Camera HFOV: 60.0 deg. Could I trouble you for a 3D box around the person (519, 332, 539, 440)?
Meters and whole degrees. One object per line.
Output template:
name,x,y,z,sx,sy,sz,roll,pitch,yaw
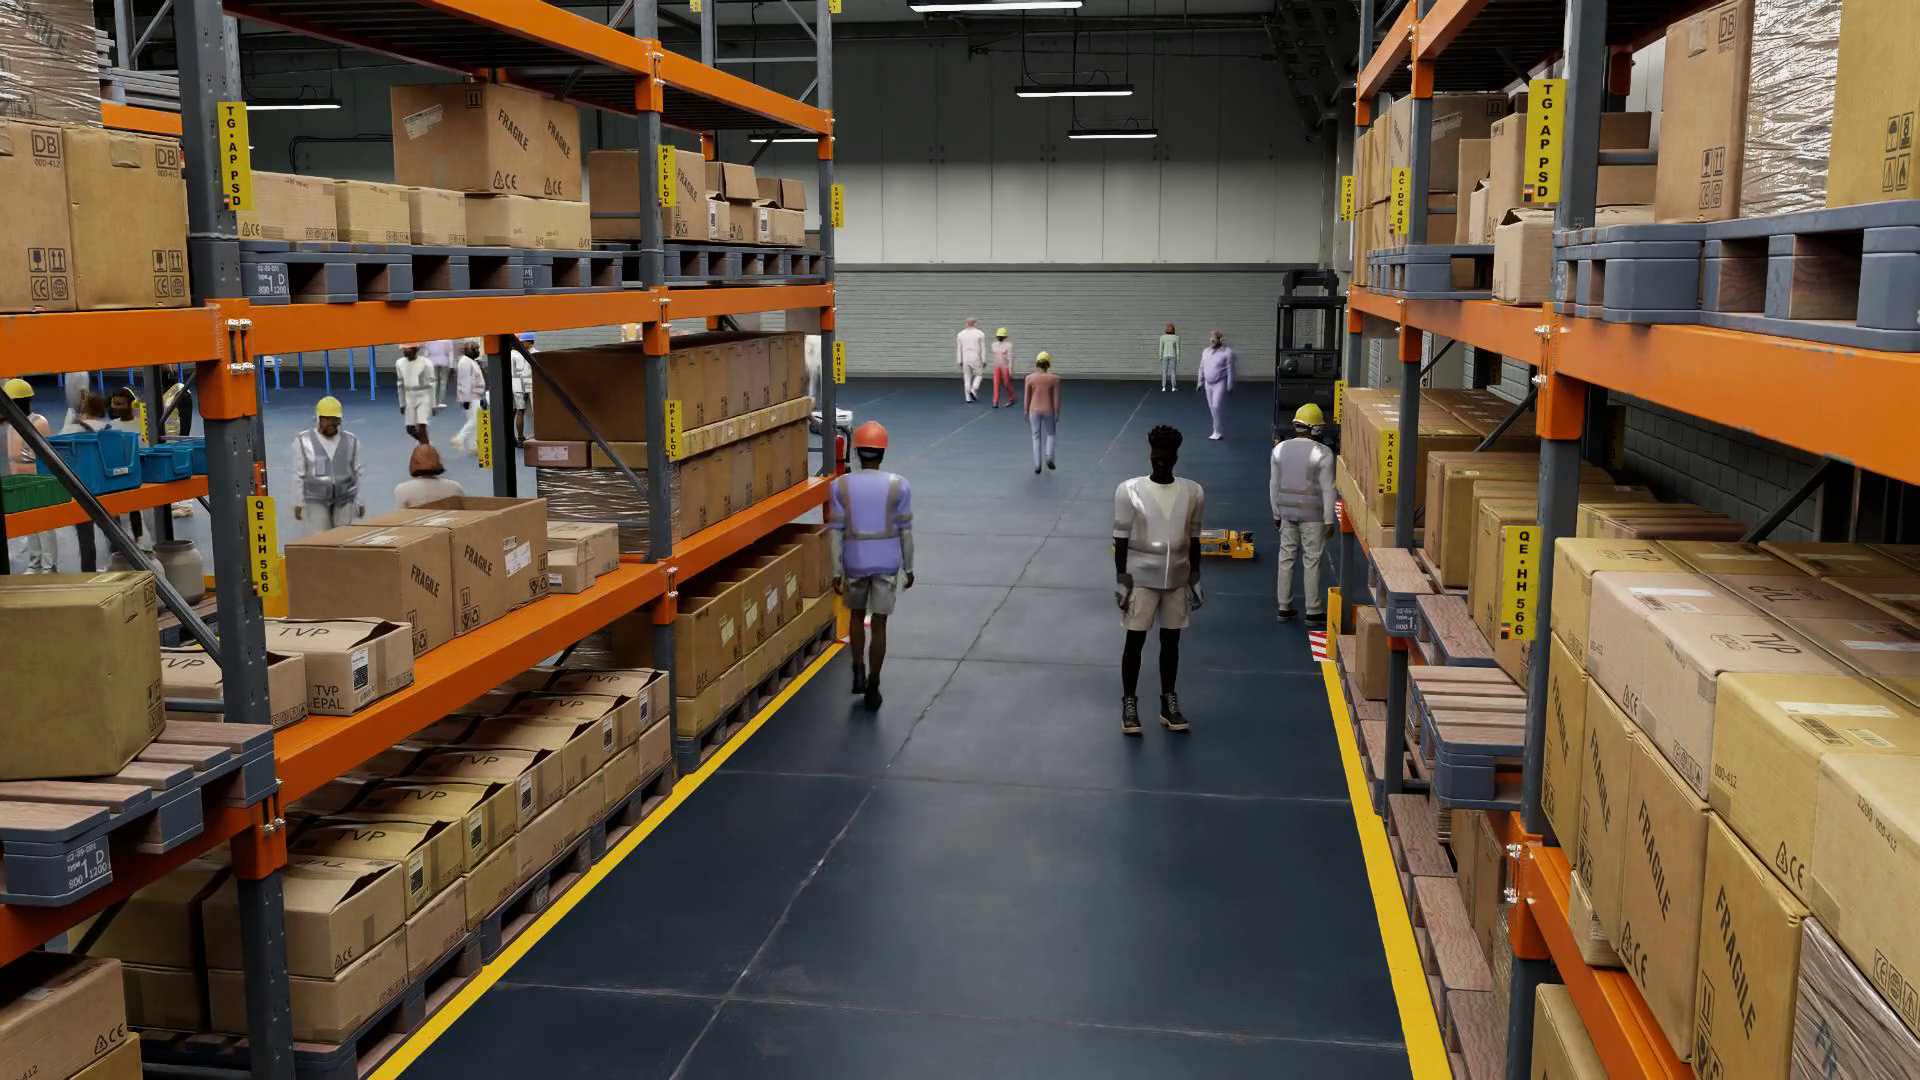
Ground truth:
person,-7.090,-2.489,27.454,0.615,1.945,0.405,9,13,44

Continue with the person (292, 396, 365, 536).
person,-5.581,-0.368,14.757,0.615,1.817,0.423,-6,11,-33

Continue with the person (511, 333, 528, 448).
person,-7.325,-2.498,27.542,0.545,1.938,0.360,8,12,40

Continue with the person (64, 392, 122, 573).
person,-7.895,-0.428,15.177,0.345,1.815,0.656,7,12,37

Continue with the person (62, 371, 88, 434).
person,-12.860,-1.891,24.152,0.603,1.815,0.653,5,10,27

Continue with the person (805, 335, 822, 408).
person,-2.953,-3.690,35.093,0.635,1.885,1.068,-3,10,-19

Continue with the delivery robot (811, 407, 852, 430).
delivery robot,-2.293,-2.197,29.778,0.707,0.478,0.477,-5,10,-27

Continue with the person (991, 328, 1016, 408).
person,0.925,-3.684,35.542,0.522,1.714,0.846,5,11,29

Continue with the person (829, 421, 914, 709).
person,-0.584,0.154,11.239,0.559,1.914,0.582,1,9,3

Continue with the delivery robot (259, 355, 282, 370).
delivery robot,-19.795,-5.084,47.585,0.707,0.478,0.477,1,9,9

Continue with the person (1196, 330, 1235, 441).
person,4.371,-2.669,28.730,0.724,1.888,0.640,-8,12,-42

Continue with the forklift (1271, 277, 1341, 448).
forklift,5.847,-3.016,27.970,1.129,2.768,1.873,1,9,9

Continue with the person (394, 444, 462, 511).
person,-4.021,0.078,12.618,0.514,1.614,0.373,-5,10,-27

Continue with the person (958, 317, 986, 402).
person,0.277,-4.002,36.952,0.674,1.889,0.427,4,10,21

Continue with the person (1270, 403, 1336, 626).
person,2.858,-0.218,13.797,0.594,1.832,0.403,9,13,44

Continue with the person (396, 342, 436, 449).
person,-7.982,-2.049,24.568,0.620,2.015,0.736,3,10,15

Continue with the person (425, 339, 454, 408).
person,-11.072,-3.746,35.356,0.632,1.893,0.626,0,9,2

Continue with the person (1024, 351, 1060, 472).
person,1.198,-1.869,24.245,0.534,1.751,0.570,1,9,6

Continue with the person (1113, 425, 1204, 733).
person,1.261,0.243,10.561,0.602,1.961,0.371,-2,9,-13

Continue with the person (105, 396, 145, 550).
person,-8.764,-0.687,17.282,0.536,1.648,0.836,-7,12,-37

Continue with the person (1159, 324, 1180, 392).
person,5.083,-4.417,40.307,0.508,1.632,0.264,3,10,16

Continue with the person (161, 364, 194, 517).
person,-9.432,-1.209,19.885,0.627,1.844,0.429,6,11,33

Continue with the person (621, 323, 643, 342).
person,-8.263,-4.844,42.010,0.548,1.937,0.358,-1,9,-4

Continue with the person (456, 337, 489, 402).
person,-10.763,-4.044,37.034,0.932,1.957,0.600,-1,9,-6

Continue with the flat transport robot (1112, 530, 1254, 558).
flat transport robot,2.319,0.022,17.257,1.431,0.197,0.652,1,9,9

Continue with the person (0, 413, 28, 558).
person,-9.736,-0.603,16.820,0.399,1.618,0.513,1,9,8

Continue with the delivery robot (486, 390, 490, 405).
delivery robot,-9.676,-2.980,34.610,0.477,0.478,0.707,-3,10,-20

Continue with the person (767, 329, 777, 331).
person,-3.266,-2.785,29.443,0.487,1.893,0.686,-3,10,-20

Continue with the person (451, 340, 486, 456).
person,-7.759,-2.246,26.356,0.476,1.825,0.628,-1,9,-9

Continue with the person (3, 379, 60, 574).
person,-8.670,-0.536,15.479,0.595,1.923,0.379,6,11,34

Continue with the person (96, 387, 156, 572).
person,-7.826,-0.525,15.718,0.547,1.845,0.757,1,9,6

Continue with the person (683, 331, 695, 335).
person,-4.655,-2.637,28.550,0.542,1.879,0.921,-3,10,-17
